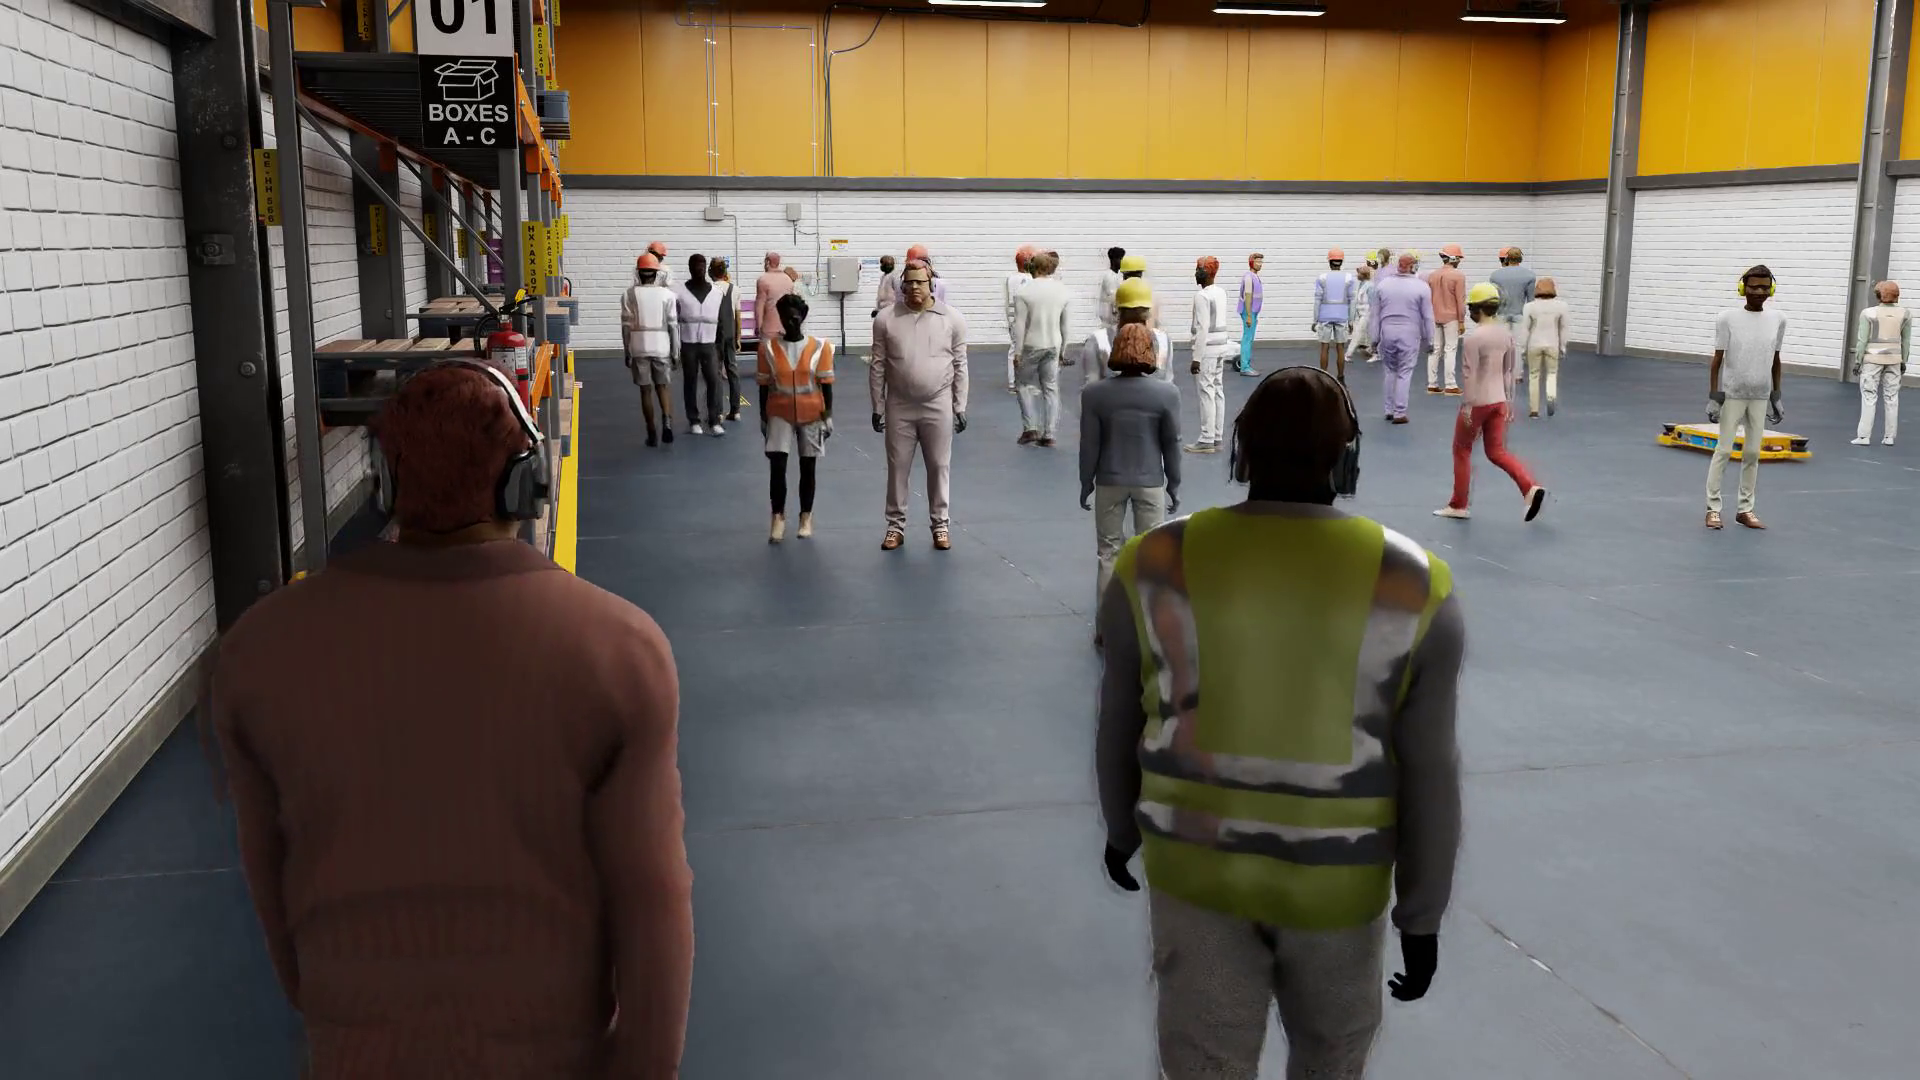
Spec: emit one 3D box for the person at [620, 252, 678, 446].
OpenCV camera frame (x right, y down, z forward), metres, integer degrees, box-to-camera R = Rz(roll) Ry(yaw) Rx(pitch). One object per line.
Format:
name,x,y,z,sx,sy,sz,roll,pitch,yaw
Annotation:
person,-3.065,-1.870,16.428,0.538,1.916,0.461,-4,11,-20

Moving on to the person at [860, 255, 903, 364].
person,-1.163,-3.769,27.328,0.997,1.789,0.630,-4,11,-19

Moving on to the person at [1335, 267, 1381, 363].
person,6.674,-3.737,27.664,0.871,1.589,0.535,-2,10,-9

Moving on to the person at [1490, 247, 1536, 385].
person,7.776,-3.153,23.458,0.630,1.940,0.372,4,11,21

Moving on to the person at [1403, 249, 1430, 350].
person,7.531,-3.846,27.445,0.884,1.890,0.579,-5,11,-27

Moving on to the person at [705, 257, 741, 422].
person,-2.689,-2.245,18.686,0.516,1.843,0.325,-9,13,-40

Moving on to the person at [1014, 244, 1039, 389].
person,0.880,-3.035,22.697,0.559,1.975,0.637,9,13,40

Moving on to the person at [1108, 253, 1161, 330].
person,1.643,-1.719,15.584,0.609,1.913,0.584,-7,13,-36

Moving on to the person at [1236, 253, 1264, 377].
person,4.354,-3.377,24.976,0.392,1.839,0.564,3,11,18

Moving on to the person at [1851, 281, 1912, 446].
person,9.118,-1.740,16.463,0.523,1.637,0.306,1,10,3

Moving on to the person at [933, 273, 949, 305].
person,-0.410,-2.292,19.422,0.548,1.670,0.693,-9,13,-40

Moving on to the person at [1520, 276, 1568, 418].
person,6.639,-2.183,18.937,0.514,1.621,0.434,2,10,12

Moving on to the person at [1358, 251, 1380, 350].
person,7.597,-4.424,30.793,0.404,1.830,0.599,-1,10,-8

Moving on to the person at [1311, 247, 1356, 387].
person,5.130,-3.043,22.872,0.585,1.931,0.382,1,10,6

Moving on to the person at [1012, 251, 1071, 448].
person,0.781,-1.873,16.420,0.655,1.916,0.582,-5,11,-25

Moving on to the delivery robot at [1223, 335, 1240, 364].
delivery robot,4.138,-2.948,25.898,0.707,0.478,0.477,1,10,7

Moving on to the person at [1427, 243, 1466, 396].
person,6.409,-2.895,21.897,0.391,1.987,0.610,-7,12,-33

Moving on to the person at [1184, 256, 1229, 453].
person,2.380,-1.780,16.009,0.360,1.883,0.574,6,12,31

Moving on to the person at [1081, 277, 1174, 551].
person,1.012,-0.656,9.955,0.611,1.812,0.459,-2,10,-12

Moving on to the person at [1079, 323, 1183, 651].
person,0.841,-0.252,8.229,0.508,1.632,0.270,1,10,7

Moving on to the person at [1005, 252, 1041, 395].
person,0.827,-2.843,21.899,0.355,1.883,0.575,-8,13,-38

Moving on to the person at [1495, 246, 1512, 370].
person,8.509,-3.615,26.019,0.355,1.939,0.544,3,11,18

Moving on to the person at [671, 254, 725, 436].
person,-2.684,-2.001,17.216,0.620,1.880,0.876,-5,11,-24

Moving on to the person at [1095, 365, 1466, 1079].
person,0.571,0.583,3.092,0.648,1.807,0.817,2,10,12

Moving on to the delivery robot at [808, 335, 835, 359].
delivery robot,-2.313,-2.944,25.877,0.707,0.478,0.477,-5,11,-26

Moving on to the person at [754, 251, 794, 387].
person,-2.466,-2.915,22.280,0.687,1.882,0.654,7,13,36

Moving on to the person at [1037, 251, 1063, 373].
person,1.380,-3.459,25.358,0.528,1.865,0.313,-9,14,-42

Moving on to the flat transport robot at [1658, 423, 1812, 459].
flat transport robot,7.386,-0.953,15.893,0.652,0.197,1.431,-2,10,-10

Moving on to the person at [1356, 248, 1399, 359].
person,7.267,-4.028,28.457,0.998,1.897,0.647,-3,11,-15

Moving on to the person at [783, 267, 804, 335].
person,-2.829,-3.642,27.115,0.769,1.600,0.493,-3,11,-17

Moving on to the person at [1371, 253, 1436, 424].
person,4.990,-2.247,18.553,0.680,1.890,0.656,8,13,36

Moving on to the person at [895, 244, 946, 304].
person,-0.452,-2.179,17.935,0.628,1.989,1.042,-8,13,-38

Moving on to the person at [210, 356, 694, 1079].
person,-0.696,0.674,2.441,0.645,1.865,0.954,-1,10,-4

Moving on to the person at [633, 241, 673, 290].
person,-4.625,-3.494,25.147,0.750,1.998,0.848,2,10,11

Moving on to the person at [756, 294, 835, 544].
person,-1.103,-0.801,11.171,0.538,1.674,0.689,-1,10,-4

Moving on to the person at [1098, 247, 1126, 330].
person,2.292,-3.173,23.608,0.898,1.916,0.636,1,10,8

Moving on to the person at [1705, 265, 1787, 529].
person,5.544,-0.998,11.727,0.532,1.864,0.312,0,10,1

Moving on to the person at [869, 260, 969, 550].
person,-0.271,-0.878,10.940,0.653,1.906,0.405,0,10,1

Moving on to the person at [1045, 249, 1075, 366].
person,1.362,-3.725,26.777,0.998,1.899,0.540,-2,10,-11

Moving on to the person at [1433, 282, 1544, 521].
person,3.839,-0.981,11.987,0.524,1.741,0.744,-8,13,-38
